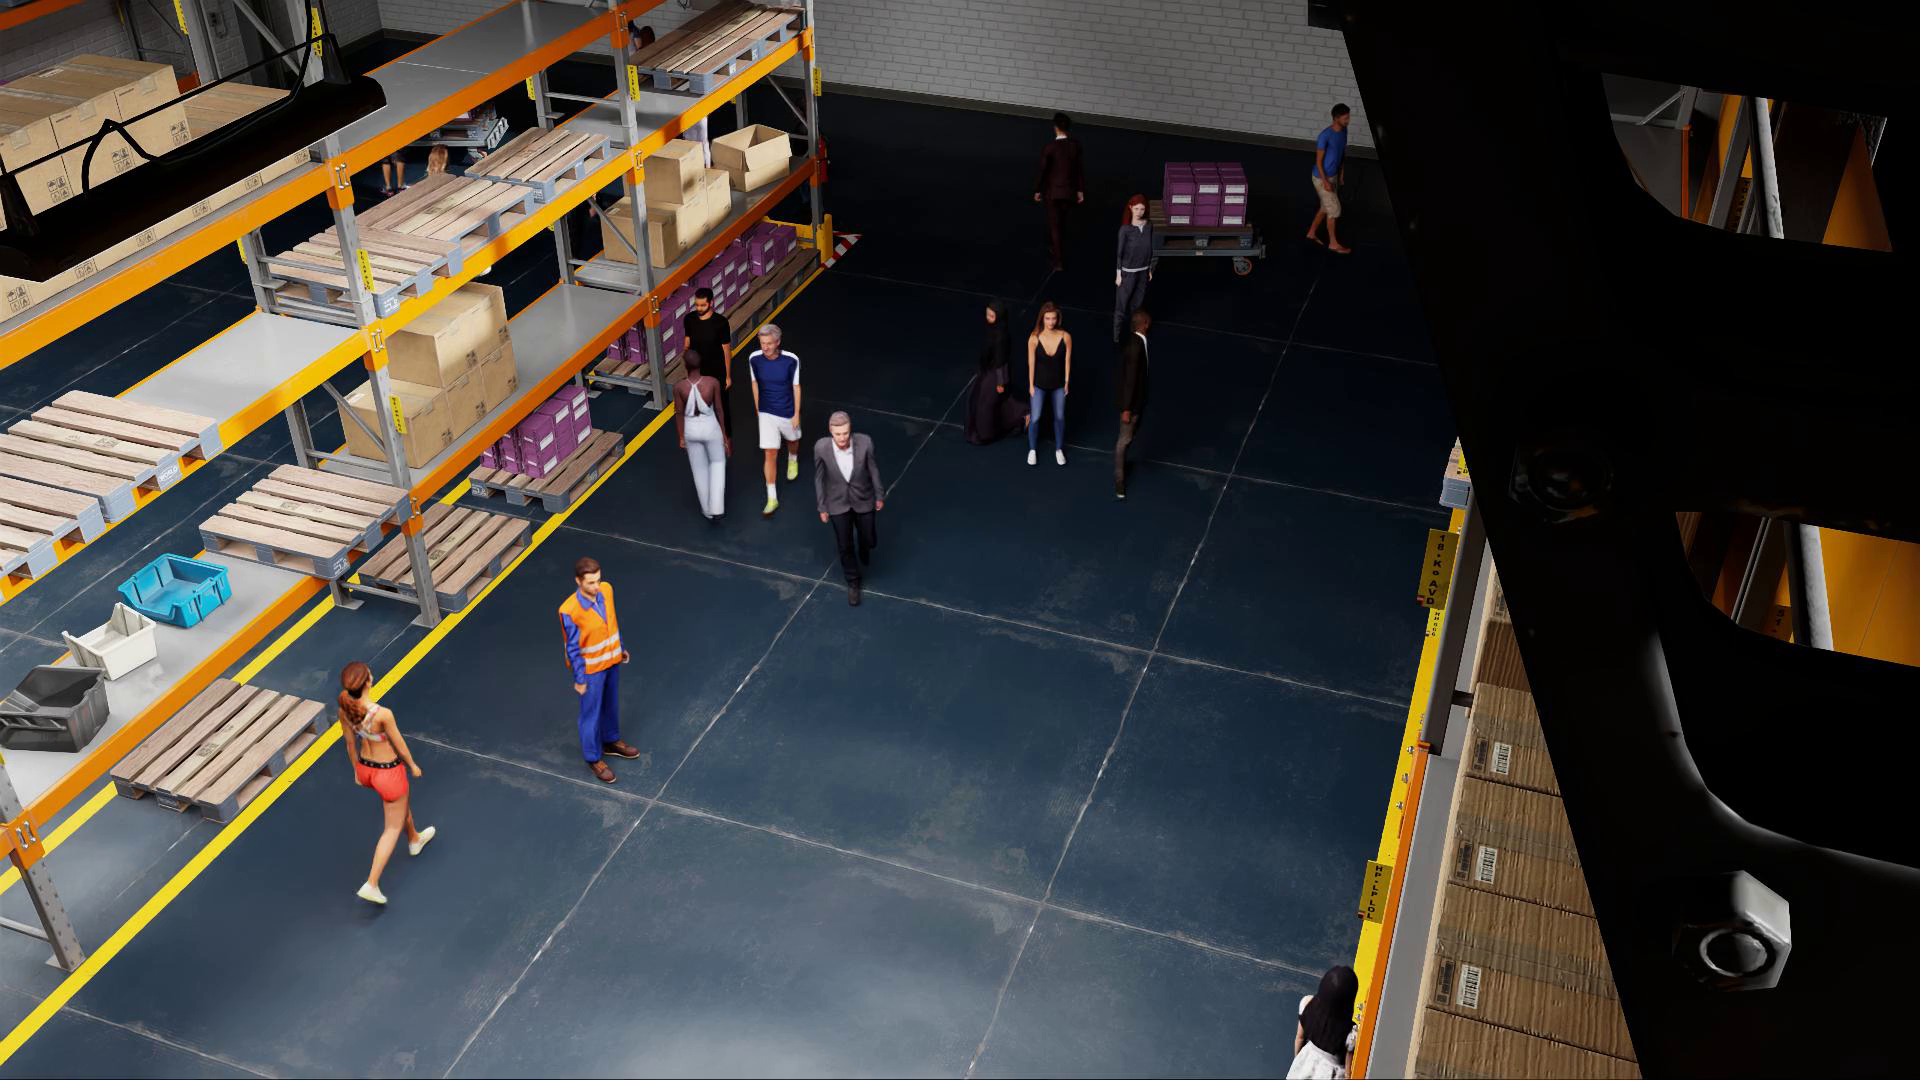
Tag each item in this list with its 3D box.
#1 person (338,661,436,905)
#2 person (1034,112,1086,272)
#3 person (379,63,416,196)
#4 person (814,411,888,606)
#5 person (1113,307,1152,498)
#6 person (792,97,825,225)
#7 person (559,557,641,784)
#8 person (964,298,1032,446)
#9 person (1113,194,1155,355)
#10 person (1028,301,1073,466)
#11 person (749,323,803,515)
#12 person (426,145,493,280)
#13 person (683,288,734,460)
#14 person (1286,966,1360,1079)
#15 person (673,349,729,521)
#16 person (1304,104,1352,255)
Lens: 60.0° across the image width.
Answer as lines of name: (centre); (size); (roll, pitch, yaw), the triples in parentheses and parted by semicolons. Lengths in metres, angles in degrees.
person: (-3.884, 1.625, 11.086); (0.586, 1.762, 1.087); (12, 36, 18)
person: (1.203, -4.067, 19.582); (1.094, 1.838, 1.164); (-13, 36, -19)
person: (-7.452, -5.322, 21.588); (0.695, 1.707, 0.567); (2, 34, 3)
person: (-0.932, -0.354, 14.012); (0.979, 1.818, 1.067); (-6, 34, -10)
person: (1.555, -1.268, 15.423); (0.880, 1.779, 0.529); (15, 37, 21)
person: (-1.788, -4.650, 20.611); (0.666, 1.668, 0.702); (13, 36, 19)
person: (-2.643, 0.903, 12.084); (0.774, 1.859, 0.585); (17, 37, 23)
person: (0.421, -1.629, 16.142); (0.908, 1.585, 1.000); (-2, 34, -3)
person: (1.860, -2.862, 17.820); (0.639, 1.781, 0.702); (-15, 36, -21)
person: (0.847, -1.503, 15.829); (0.643, 1.721, 0.646); (-3, 34, -4)
person: (-1.644, -1.218, 15.346); (0.898, 1.781, 1.285); (2, 34, 3)
person: (-5.954, -3.655, 19.101); (0.874, 1.682, 1.244); (23, 40, 30)
person: (-2.408, -1.619, 15.970); (0.647, 1.758, 0.589); (8, 34, 11)
person: (1.966, 2.980, 9.041); (0.796, 1.769, 0.774); (-26, 41, -33)
person: (-2.287, -0.862, 14.829); (0.777, 1.760, 0.860); (-5, 34, -7)
person: (4.420, -4.367, 20.042); (0.943, 1.827, 0.947); (26, 42, 33)
